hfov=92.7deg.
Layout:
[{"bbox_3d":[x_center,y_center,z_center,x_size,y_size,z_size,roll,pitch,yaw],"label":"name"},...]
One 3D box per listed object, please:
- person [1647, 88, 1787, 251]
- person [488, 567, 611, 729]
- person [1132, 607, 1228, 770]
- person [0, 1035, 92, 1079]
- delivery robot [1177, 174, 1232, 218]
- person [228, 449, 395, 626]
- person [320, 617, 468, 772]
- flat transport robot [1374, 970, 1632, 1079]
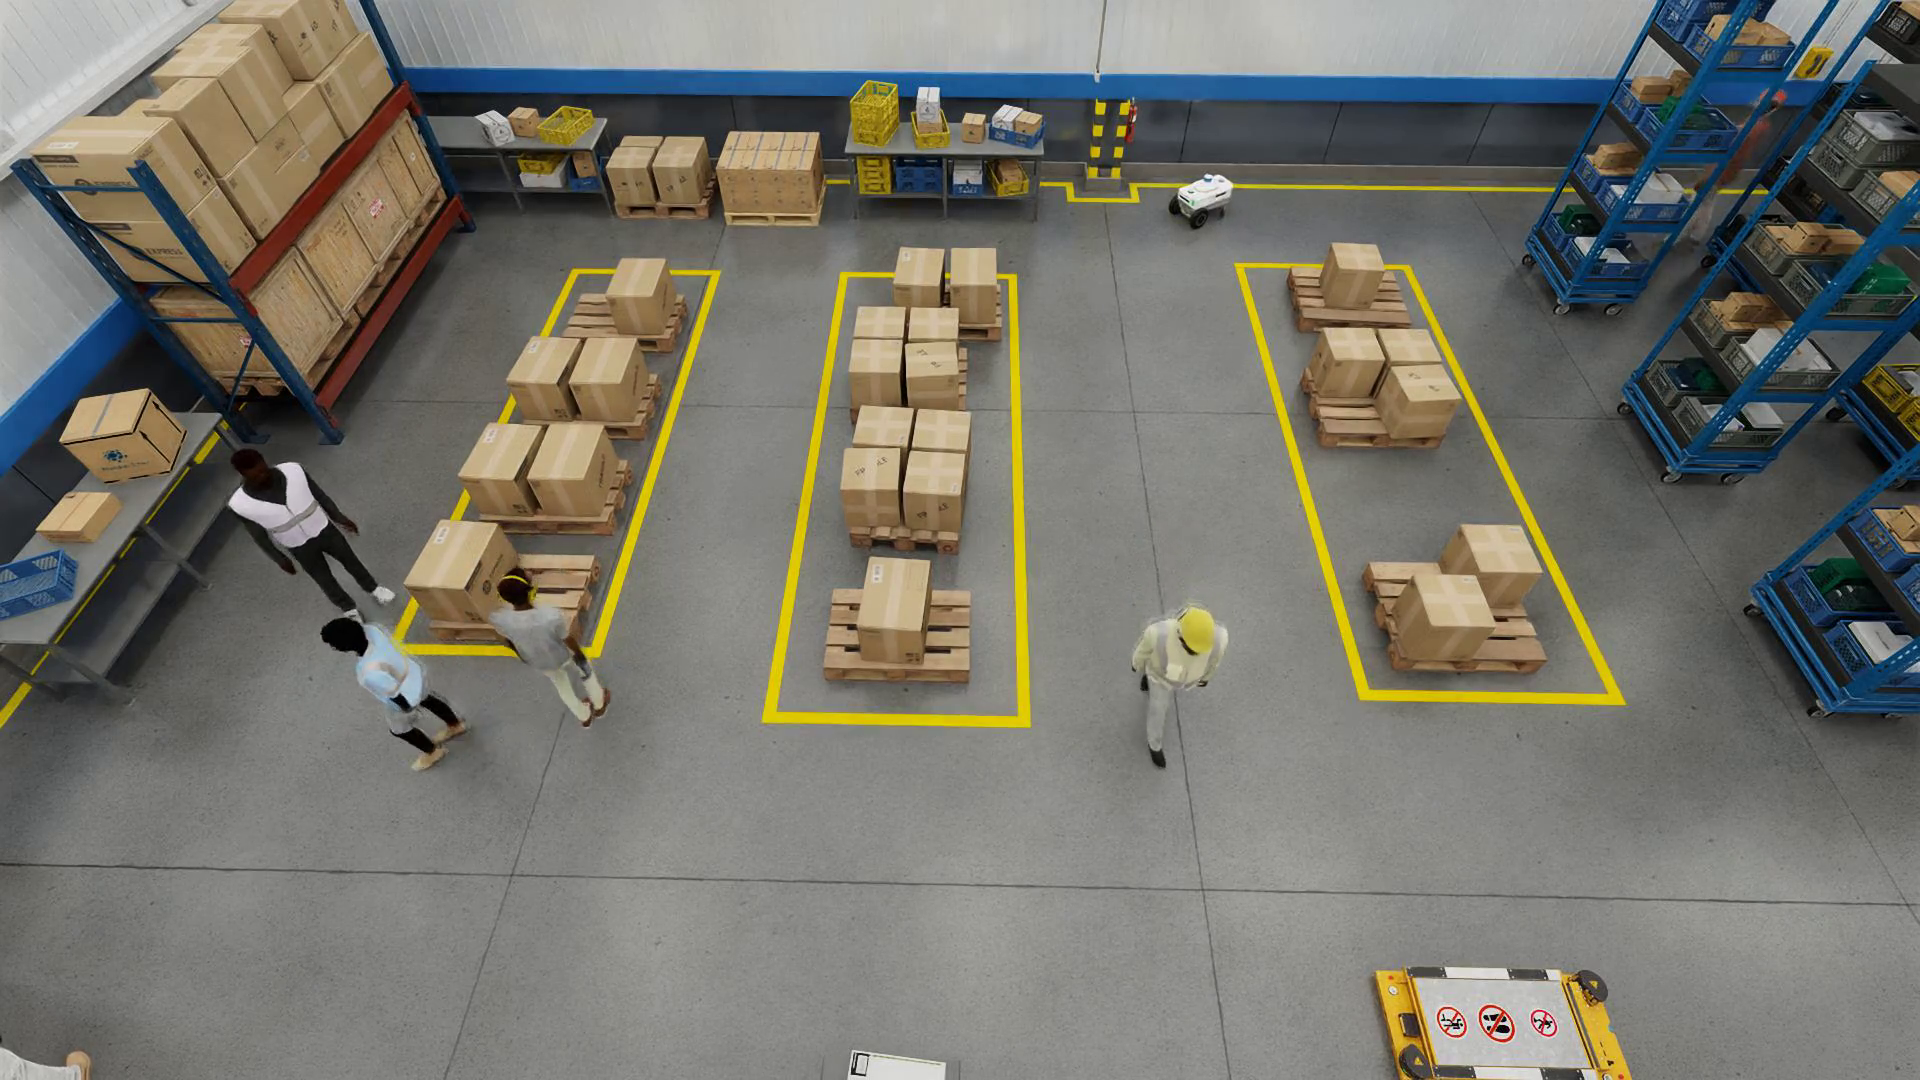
[{"bbox_3d":[9.102,-4.339,10.941,0.715,1.942,0.412,-26,56,-20],"label":"person"},{"bbox_3d":[-3.041,0.843,6.776,0.545,1.855,0.360,-9,51,-7],"label":"person"},{"bbox_3d":[1.565,0.877,6.794,0.596,1.781,0.895,-2,51,-2],"label":"person"},{"bbox_3d":[-5.714,2.951,5.060,0.430,1.839,0.619,35,59,25],"label":"person"},{"bbox_3d":[3.174,-4.501,11.897,0.707,0.478,0.477,-26,56,-20],"label":"delivery robot"},{"bbox_3d":[-5.296,-0.033,7.446,0.414,1.910,0.632,26,56,20],"label":"person"},{"bbox_3d":[-4.166,1.106,6.663,0.560,1.679,0.543,-19,53,-15],"label":"person"},{"bbox_3d":[3.501,3.133,5.914,1.431,0.197,0.652,1,51,1],"label":"flat transport robot"}]
